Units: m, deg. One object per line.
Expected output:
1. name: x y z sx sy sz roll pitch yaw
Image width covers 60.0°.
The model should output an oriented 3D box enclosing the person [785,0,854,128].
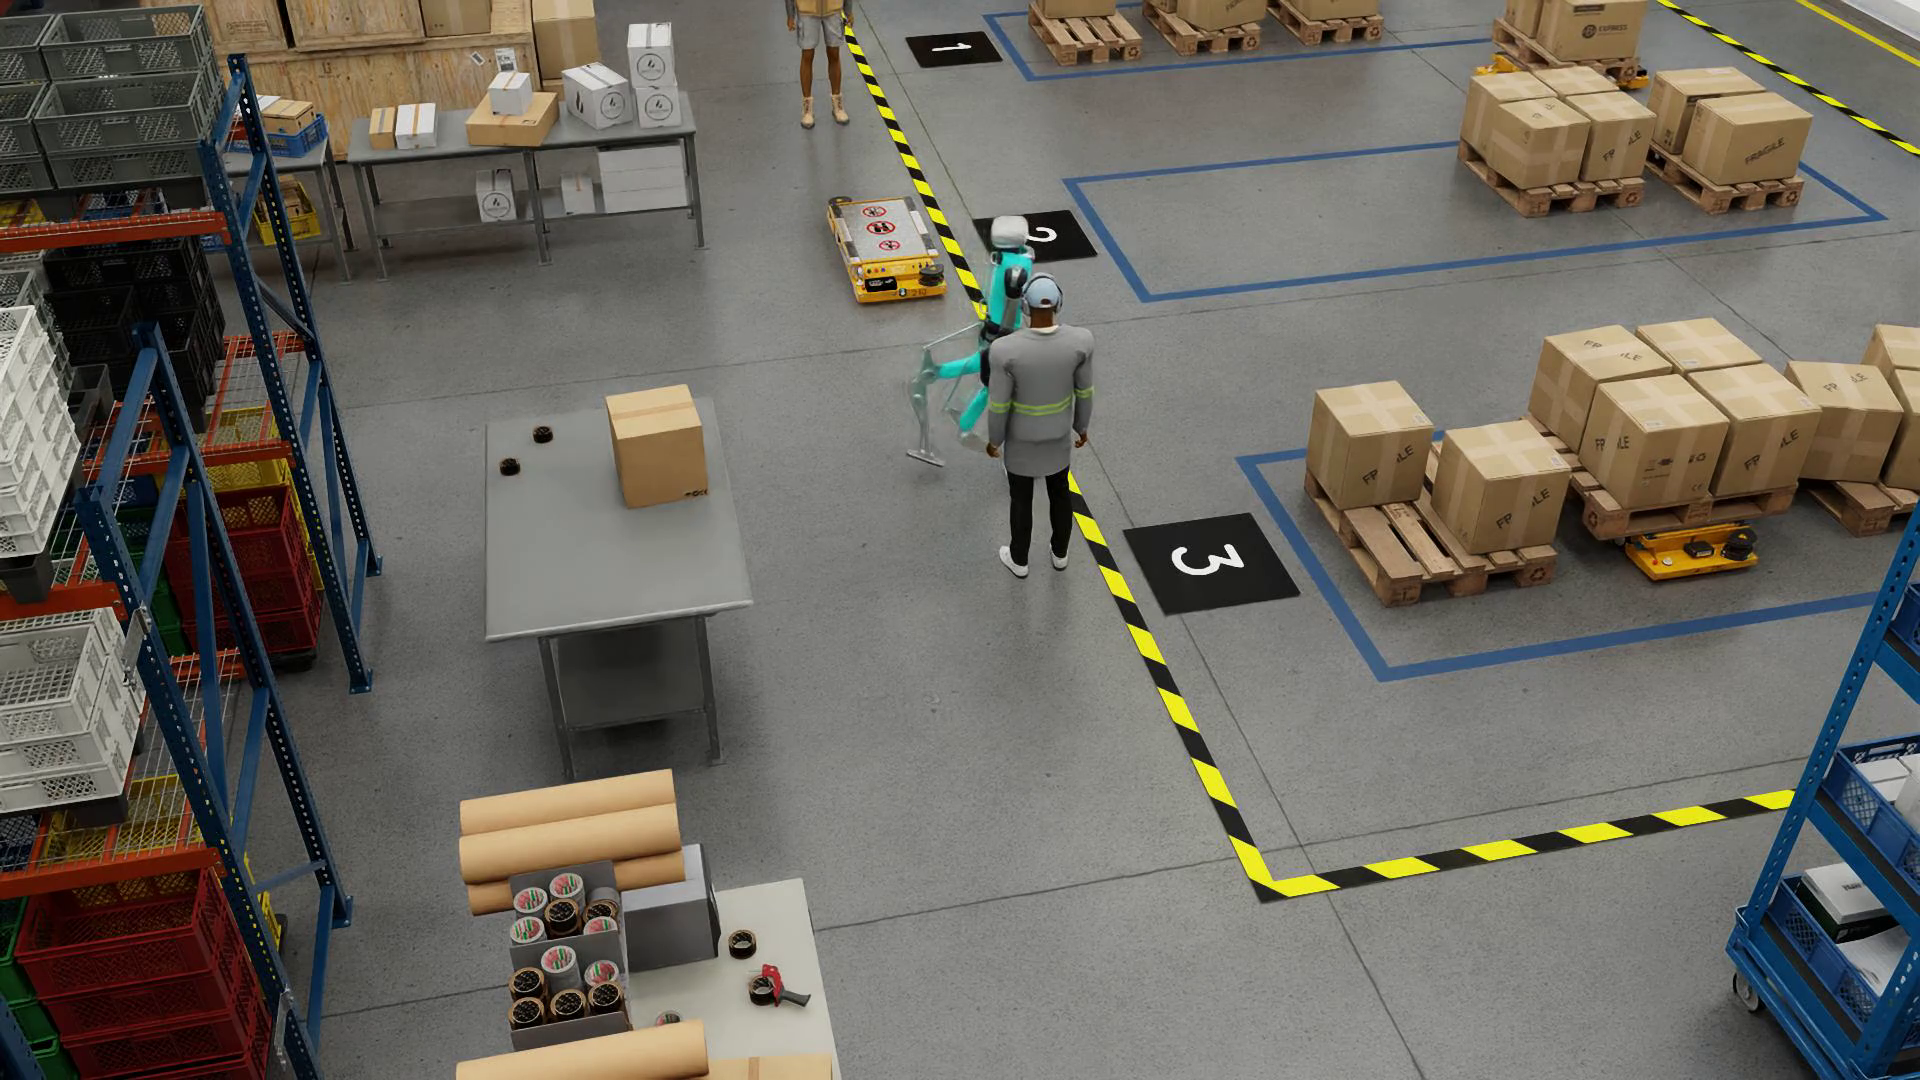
1. person: -1.192 -4.540 14.168 0.607 2.048 0.365 -8 37 -11

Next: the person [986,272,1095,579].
1. person: 0.420 -0.622 9.063 0.597 1.850 0.395 -9 38 -12

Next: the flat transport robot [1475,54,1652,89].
1. flat transport robot: 5.579 -4.344 15.369 1.431 0.197 0.652 -8 37 -10

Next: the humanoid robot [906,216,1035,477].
1. humanoid robot: 0.004 -1.070 9.819 1.047 1.769 0.537 -1 37 -1

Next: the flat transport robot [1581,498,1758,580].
1. flat transport robot: 4.062 -0.294 9.926 0.652 0.197 1.431 -8 37 -10

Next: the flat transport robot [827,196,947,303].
1. flat transport robot: -0.570 -2.220 12.538 0.659 0.231 1.431 -8 37 -10
